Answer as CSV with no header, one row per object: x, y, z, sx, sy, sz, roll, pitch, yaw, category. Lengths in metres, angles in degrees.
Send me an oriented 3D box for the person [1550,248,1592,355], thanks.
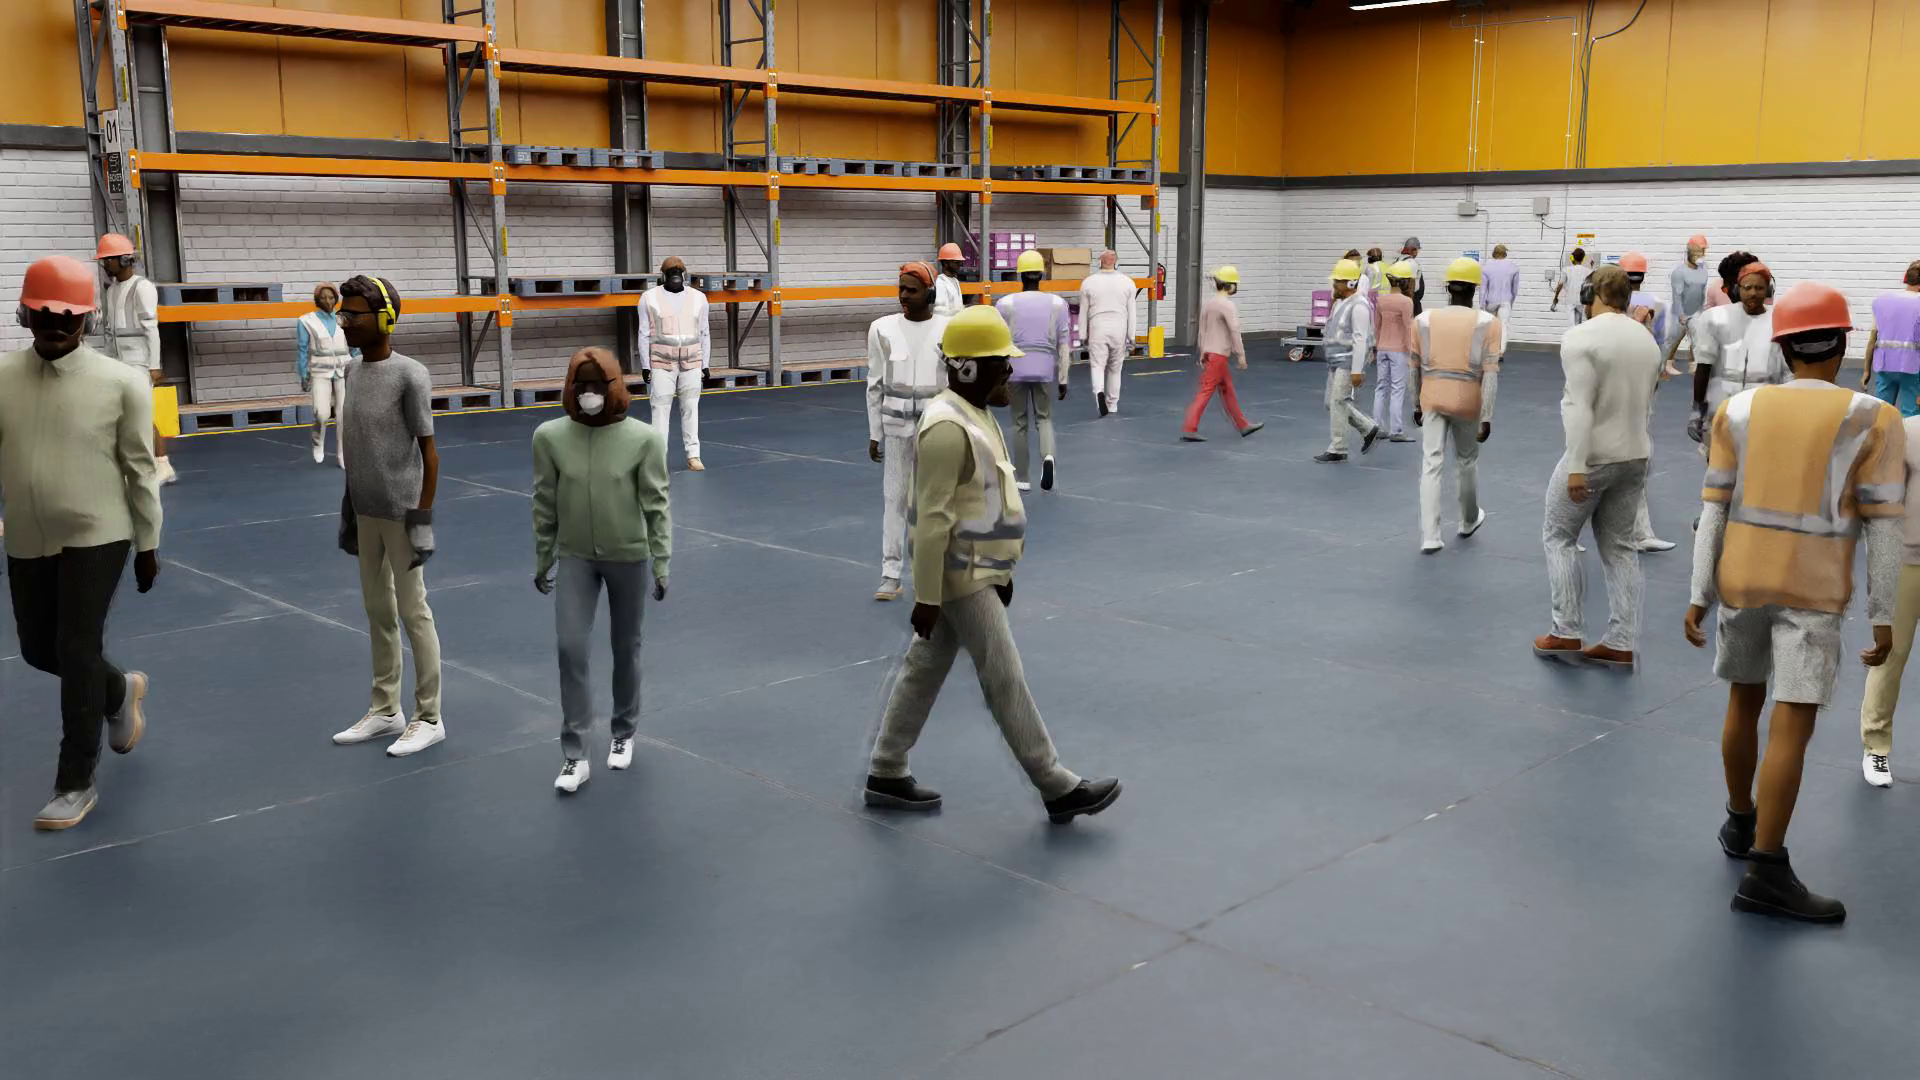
9.893,-3.787,26.831,0.512,1.814,1.007,-1,10,-4,person

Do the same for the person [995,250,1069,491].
0.561,-1.302,13.009,0.590,1.909,0.659,-1,10,-7,person

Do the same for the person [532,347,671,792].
-1.328,0.109,6.100,0.530,1.604,0.695,0,10,-2,person

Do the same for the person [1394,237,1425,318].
7.731,-4.226,28.586,1.013,2.000,0.693,-3,11,-14,person

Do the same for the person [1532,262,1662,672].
3.056,-0.346,7.824,0.652,1.892,0.564,-5,12,-27,person

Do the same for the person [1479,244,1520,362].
8.672,-3.822,26.806,0.617,1.894,0.973,3,11,15,person

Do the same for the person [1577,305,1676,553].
4.153,-0.686,10.513,0.796,1.586,0.529,7,12,33,person

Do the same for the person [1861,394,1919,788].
3.577,0.103,6.093,0.506,1.633,0.279,1,10,3,person

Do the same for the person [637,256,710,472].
-2.439,-1.503,14.287,0.626,1.844,0.429,-4,11,-21,person

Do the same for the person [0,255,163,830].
-3.146,-0.030,5.924,0.622,1.962,0.830,0,10,-2,person

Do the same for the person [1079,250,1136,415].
1.658,-2.322,18.705,0.650,1.869,0.831,1,10,3,person

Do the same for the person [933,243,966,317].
-0.106,-2.202,17.834,0.361,1.938,0.545,3,11,18,person

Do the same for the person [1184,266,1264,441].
2.616,-1.826,16.381,0.934,1.712,0.537,-3,11,-13,person

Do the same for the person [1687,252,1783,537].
4.935,-0.852,10.535,0.663,1.904,0.972,2,11,12,person

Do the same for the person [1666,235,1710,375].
10.599,-3.392,24.113,0.640,2.034,0.606,-5,12,-27,person

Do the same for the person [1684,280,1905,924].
2.543,0.164,5.097,0.749,1.895,0.596,-10,14,-42,person

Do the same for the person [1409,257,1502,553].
3.219,-0.886,10.824,0.591,1.870,0.994,5,12,27,person

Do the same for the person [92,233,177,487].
-6.639,-1.423,13.316,0.672,2.030,0.422,8,13,38,person

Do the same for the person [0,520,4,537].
-5.826,-0.726,9.670,0.618,1.978,0.531,3,11,14,person

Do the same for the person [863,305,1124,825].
0.083,0.095,5.716,0.948,1.781,0.617,1,10,8,person

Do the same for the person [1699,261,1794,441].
4.930,-0.810,10.443,0.582,1.867,0.625,6,12,28,person

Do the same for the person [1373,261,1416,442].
4.283,-1.844,16.352,0.313,1.769,0.525,-5,12,-26,person

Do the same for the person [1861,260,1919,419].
7.607,-1.337,13.397,0.503,1.827,0.604,-9,13,-39,person

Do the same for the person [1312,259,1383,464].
3.468,-1.574,14.737,0.578,1.813,0.607,-1,10,-4,person

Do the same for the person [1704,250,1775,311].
7.981,-2.035,17.079,0.677,1.881,0.679,7,12,32,person

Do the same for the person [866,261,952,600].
-0.232,-0.595,9.220,0.574,1.881,0.358,1,10,5,person

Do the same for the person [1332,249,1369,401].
4.777,-2.647,20.488,0.519,1.856,0.461,-1,10,-8,person

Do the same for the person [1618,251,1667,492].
5.304,-1.342,13.282,0.579,1.883,0.991,0,10,1,person

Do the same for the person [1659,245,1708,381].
10.002,-3.088,22.834,0.649,1.886,1.047,-3,11,-18,person

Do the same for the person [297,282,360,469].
-5.465,-1.421,14.440,0.516,1.626,0.398,-7,13,-34,person

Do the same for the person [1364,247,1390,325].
6.982,-3.977,27.828,0.657,1.820,0.661,10,14,44,person

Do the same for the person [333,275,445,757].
-2.251,-0.091,6.505,0.518,1.874,0.330,7,12,33,person
